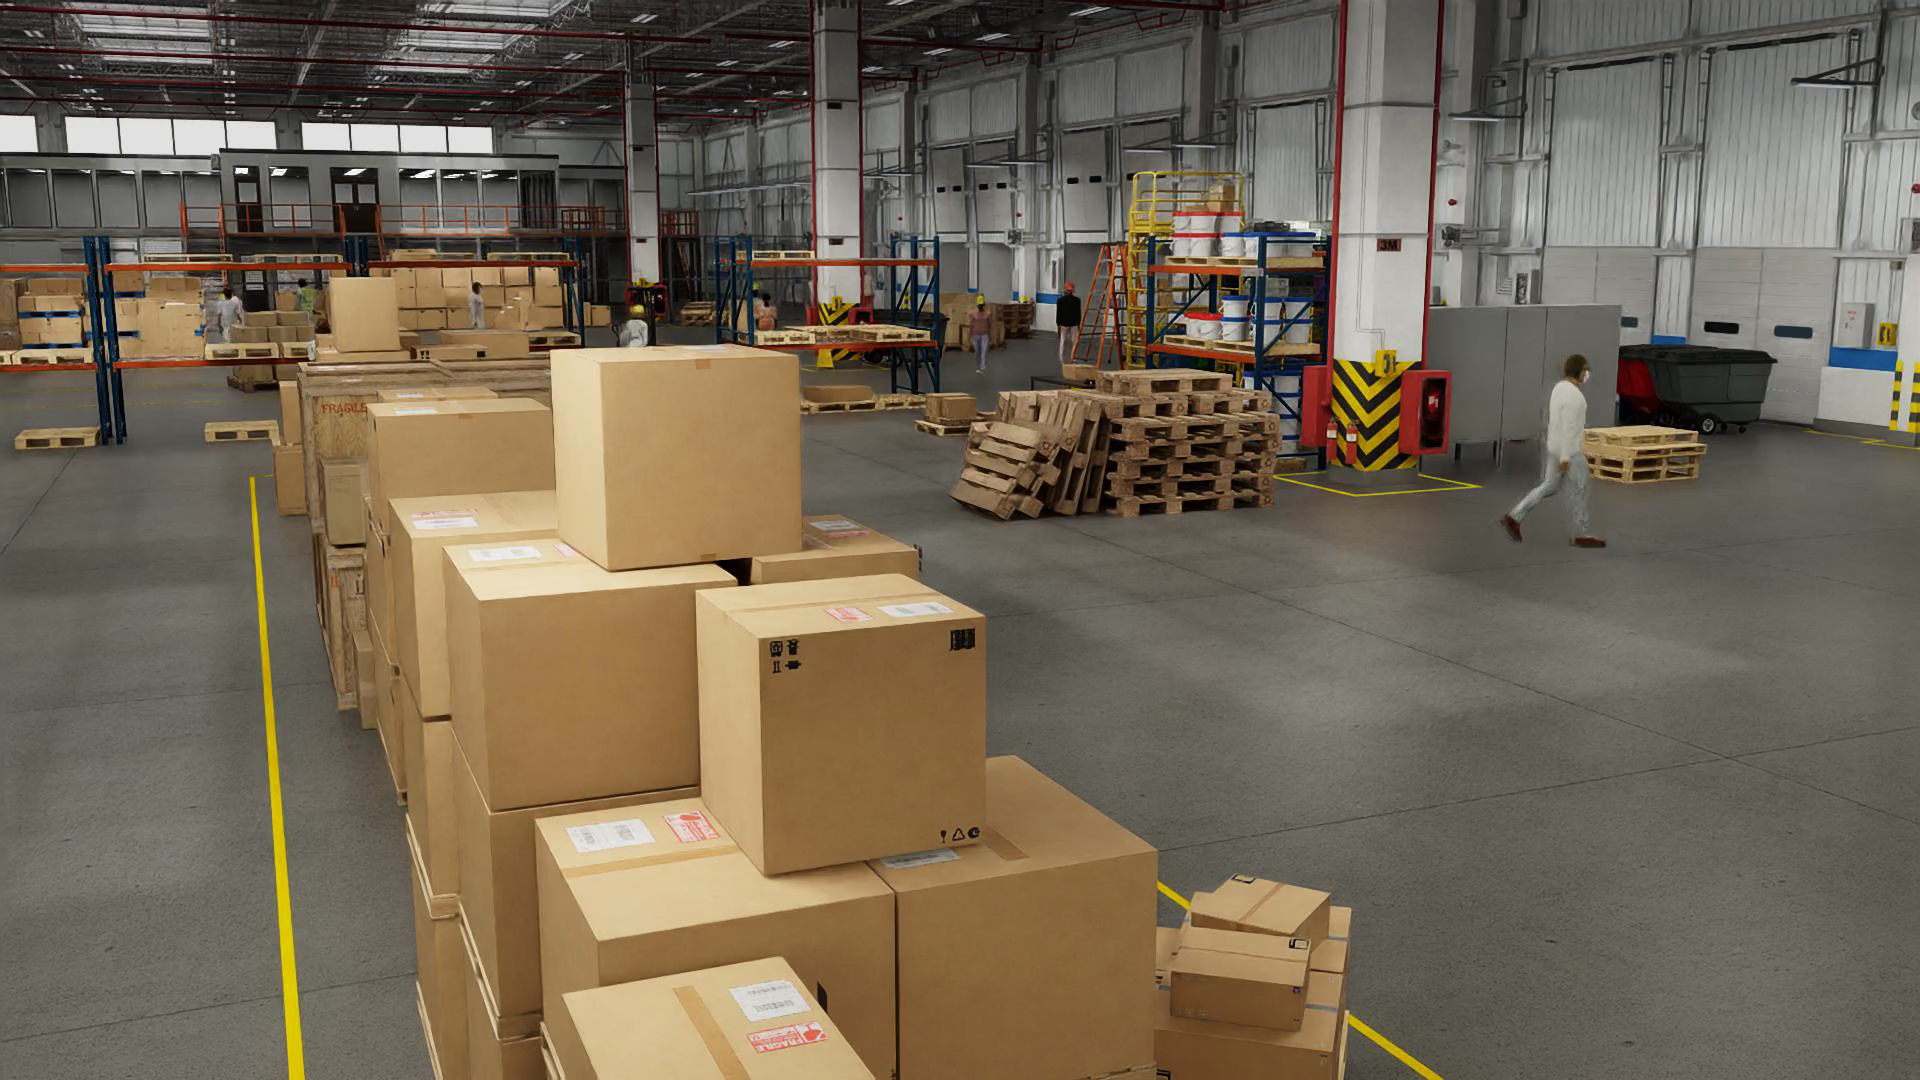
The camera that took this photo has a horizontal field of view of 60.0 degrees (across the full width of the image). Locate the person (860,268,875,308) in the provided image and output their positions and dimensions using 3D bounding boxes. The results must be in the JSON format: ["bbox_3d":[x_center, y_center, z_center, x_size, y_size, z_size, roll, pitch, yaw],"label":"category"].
[{"bbox_3d":[-3.443,-9.005,60.881,0.652,1.948,0.480,-1,10,-3],"label":"person"}]

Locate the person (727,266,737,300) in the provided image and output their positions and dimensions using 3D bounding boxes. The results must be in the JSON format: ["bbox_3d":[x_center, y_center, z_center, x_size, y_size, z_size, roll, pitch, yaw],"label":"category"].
[{"bbox_3d":[-8.845,-9.630,64.374,0.363,1.933,0.543,1,10,6],"label":"person"}]

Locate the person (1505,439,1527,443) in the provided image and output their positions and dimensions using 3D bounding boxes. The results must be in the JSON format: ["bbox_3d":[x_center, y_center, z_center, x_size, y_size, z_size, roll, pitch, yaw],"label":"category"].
[{"bbox_3d":[8.435,-2.303,24.228,0.923,1.841,0.604,6,12,31],"label":"person"}]

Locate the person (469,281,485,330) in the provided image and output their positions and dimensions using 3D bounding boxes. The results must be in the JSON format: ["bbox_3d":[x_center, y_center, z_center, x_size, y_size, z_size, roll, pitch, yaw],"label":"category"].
[{"bbox_3d":[-12.039,-5.483,41.523,0.376,1.933,0.636,0,10,0],"label":"person"}]

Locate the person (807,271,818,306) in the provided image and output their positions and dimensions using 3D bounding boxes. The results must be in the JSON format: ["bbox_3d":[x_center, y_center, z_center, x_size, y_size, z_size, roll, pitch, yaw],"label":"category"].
[{"bbox_3d":[-4.883,-8.116,56.032,0.639,1.925,0.518,4,11,21],"label":"person"}]

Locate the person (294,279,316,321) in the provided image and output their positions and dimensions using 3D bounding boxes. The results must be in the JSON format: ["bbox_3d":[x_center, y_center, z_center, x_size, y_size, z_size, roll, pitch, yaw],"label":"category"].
[{"bbox_3d":[-19.264,-6.734,48.710,0.660,1.821,0.660,4,11,21],"label":"person"}]

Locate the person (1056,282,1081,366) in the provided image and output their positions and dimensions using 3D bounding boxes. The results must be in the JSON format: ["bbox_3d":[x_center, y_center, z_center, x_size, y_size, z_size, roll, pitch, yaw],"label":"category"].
[{"bbox_3d":[2.572,-5.096,39.255,0.608,1.986,0.400,-3,11,-14],"label":"person"}]

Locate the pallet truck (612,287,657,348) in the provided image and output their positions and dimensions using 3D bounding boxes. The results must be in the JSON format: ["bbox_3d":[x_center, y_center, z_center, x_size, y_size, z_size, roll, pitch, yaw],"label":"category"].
[{"bbox_3d":[-6.464,-4.406,35.401,0.823,1.965,1.885,6,12,32],"label":"pallet truck"}]

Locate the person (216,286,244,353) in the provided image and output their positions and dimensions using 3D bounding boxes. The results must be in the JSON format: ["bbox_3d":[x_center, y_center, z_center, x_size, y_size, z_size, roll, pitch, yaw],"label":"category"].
[{"bbox_3d":[-18.197,-5.425,41.522,0.633,1.826,0.648,-9,14,-41],"label":"person"}]

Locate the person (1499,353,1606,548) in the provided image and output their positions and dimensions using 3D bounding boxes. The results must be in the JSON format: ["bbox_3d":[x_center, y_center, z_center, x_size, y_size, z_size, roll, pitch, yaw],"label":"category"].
[{"bbox_3d":[5.812,-0.868,16.188,0.940,1.908,0.636,1,10,7],"label":"person"}]

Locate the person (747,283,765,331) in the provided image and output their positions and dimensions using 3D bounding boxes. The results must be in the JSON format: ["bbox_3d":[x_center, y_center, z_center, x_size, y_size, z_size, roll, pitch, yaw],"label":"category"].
[{"bbox_3d":[-5.176,-5.568,42.162,0.584,1.873,1.015,6,12,30],"label":"person"}]

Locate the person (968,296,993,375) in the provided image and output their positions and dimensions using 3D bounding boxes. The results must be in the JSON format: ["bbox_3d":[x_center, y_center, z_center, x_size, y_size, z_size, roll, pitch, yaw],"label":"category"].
[{"bbox_3d":[0.459,-4.562,37.018,0.529,1.729,0.900,1,10,3],"label":"person"}]

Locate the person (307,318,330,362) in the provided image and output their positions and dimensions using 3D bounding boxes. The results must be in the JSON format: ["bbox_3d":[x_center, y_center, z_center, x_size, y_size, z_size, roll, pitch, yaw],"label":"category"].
[{"bbox_3d":[-9.252,-2.315,24.298,0.505,1.847,0.347,-8,13,-36],"label":"person"}]

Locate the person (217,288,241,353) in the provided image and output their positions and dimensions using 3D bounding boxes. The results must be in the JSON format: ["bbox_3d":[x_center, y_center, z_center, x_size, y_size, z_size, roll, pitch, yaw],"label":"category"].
[{"bbox_3d":[-17.142,-4.996,39.073,0.556,1.844,0.441,-2,10,-9],"label":"person"}]

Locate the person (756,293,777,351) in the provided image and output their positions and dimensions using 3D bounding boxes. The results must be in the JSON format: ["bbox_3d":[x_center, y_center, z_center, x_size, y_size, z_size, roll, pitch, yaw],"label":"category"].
[{"bbox_3d":[-4.695,-5.143,40.346,0.537,1.685,0.567,-3,11,-15],"label":"person"}]

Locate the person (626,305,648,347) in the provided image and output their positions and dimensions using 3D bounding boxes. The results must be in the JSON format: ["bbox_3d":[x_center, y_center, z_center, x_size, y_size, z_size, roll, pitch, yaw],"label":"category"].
[{"bbox_3d":[-6.200,-3.684,32.219,0.505,1.699,0.865,4,11,19],"label":"person"}]
